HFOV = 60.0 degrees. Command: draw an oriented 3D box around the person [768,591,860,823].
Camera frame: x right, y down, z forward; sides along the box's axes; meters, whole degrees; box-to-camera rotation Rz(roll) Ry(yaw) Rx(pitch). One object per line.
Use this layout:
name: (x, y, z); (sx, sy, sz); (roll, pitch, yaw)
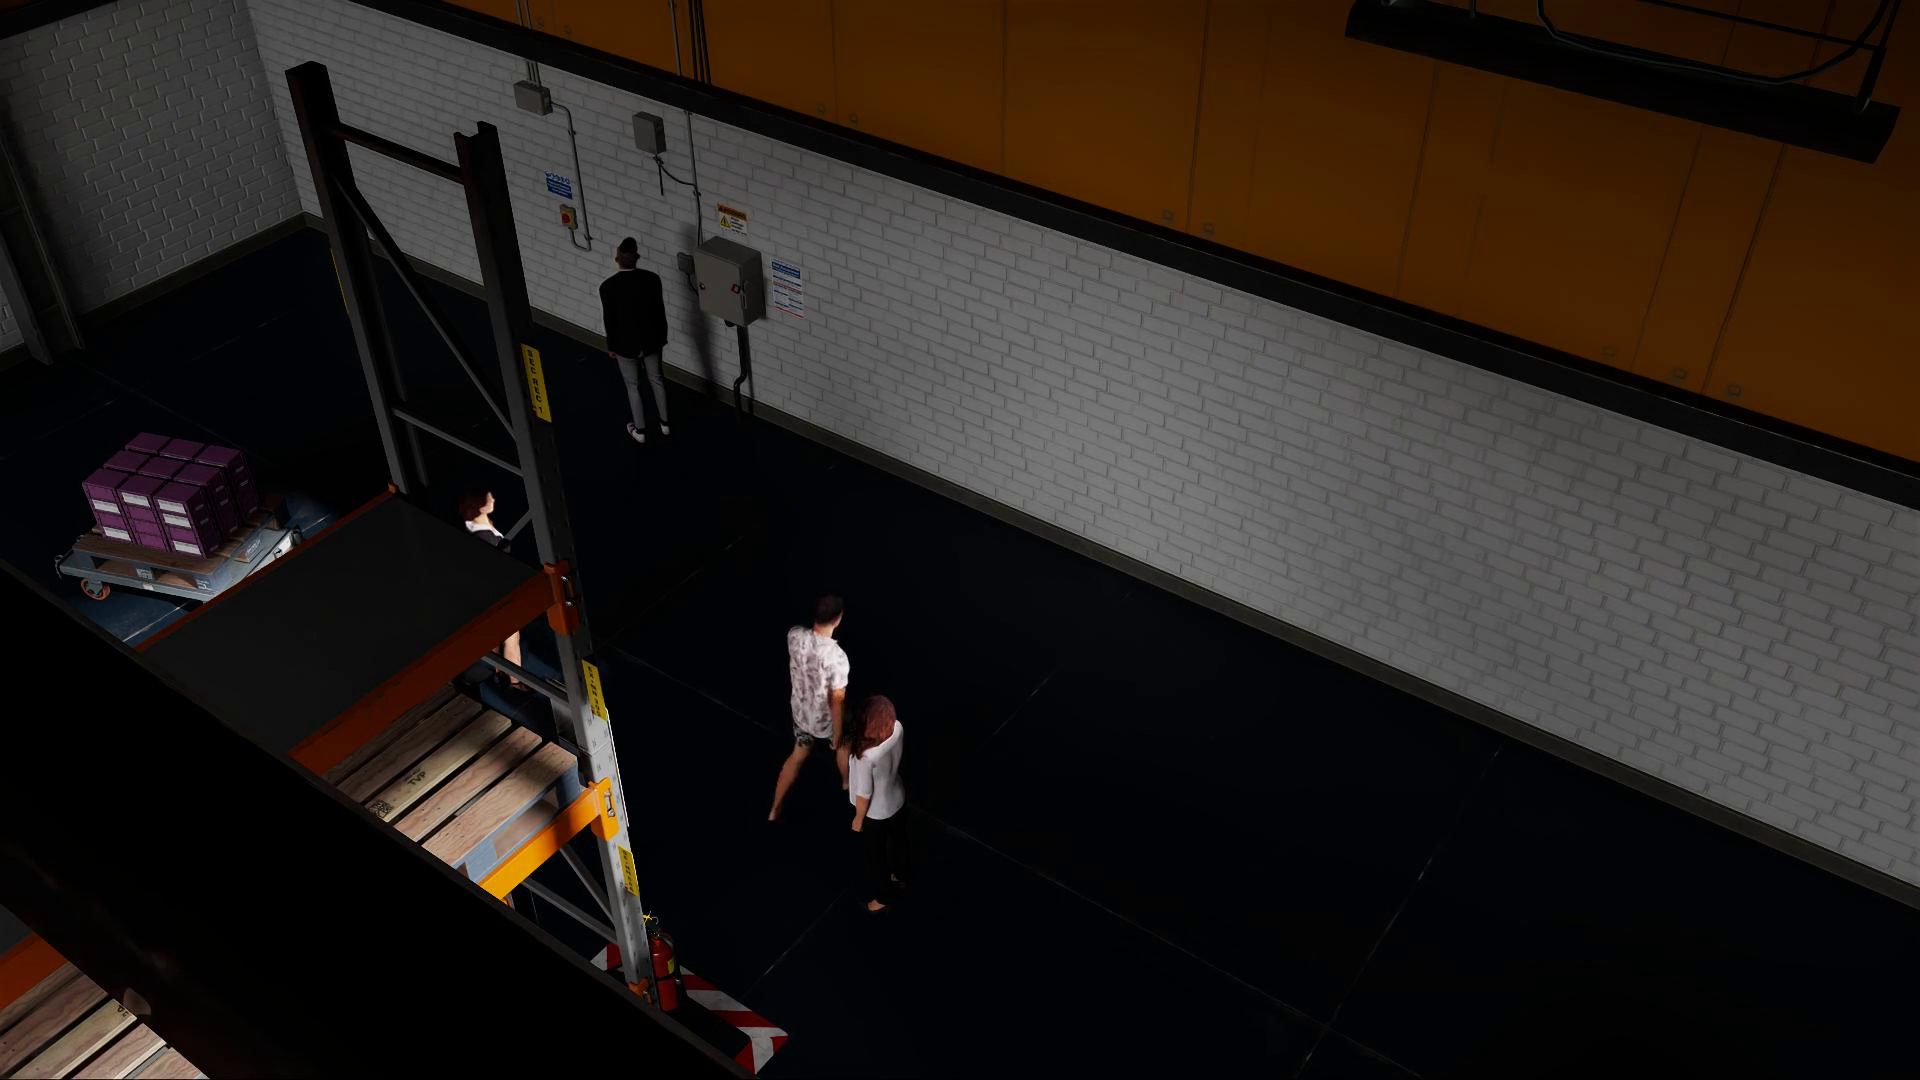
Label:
person: (-0.965, 1.124, 10.709); (0.766, 1.793, 1.131); (26, 46, 29)

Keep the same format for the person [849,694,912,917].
person: (-0.469, 1.610, 10.099); (0.679, 1.795, 0.462); (21, 43, 24)

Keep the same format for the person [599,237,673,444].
person: (-2.734, -1.718, 14.142); (0.718, 1.950, 0.854); (-18, 42, -21)

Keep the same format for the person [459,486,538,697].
person: (-3.253, 0.365, 11.657); (0.618, 1.795, 0.544); (31, 48, 33)
